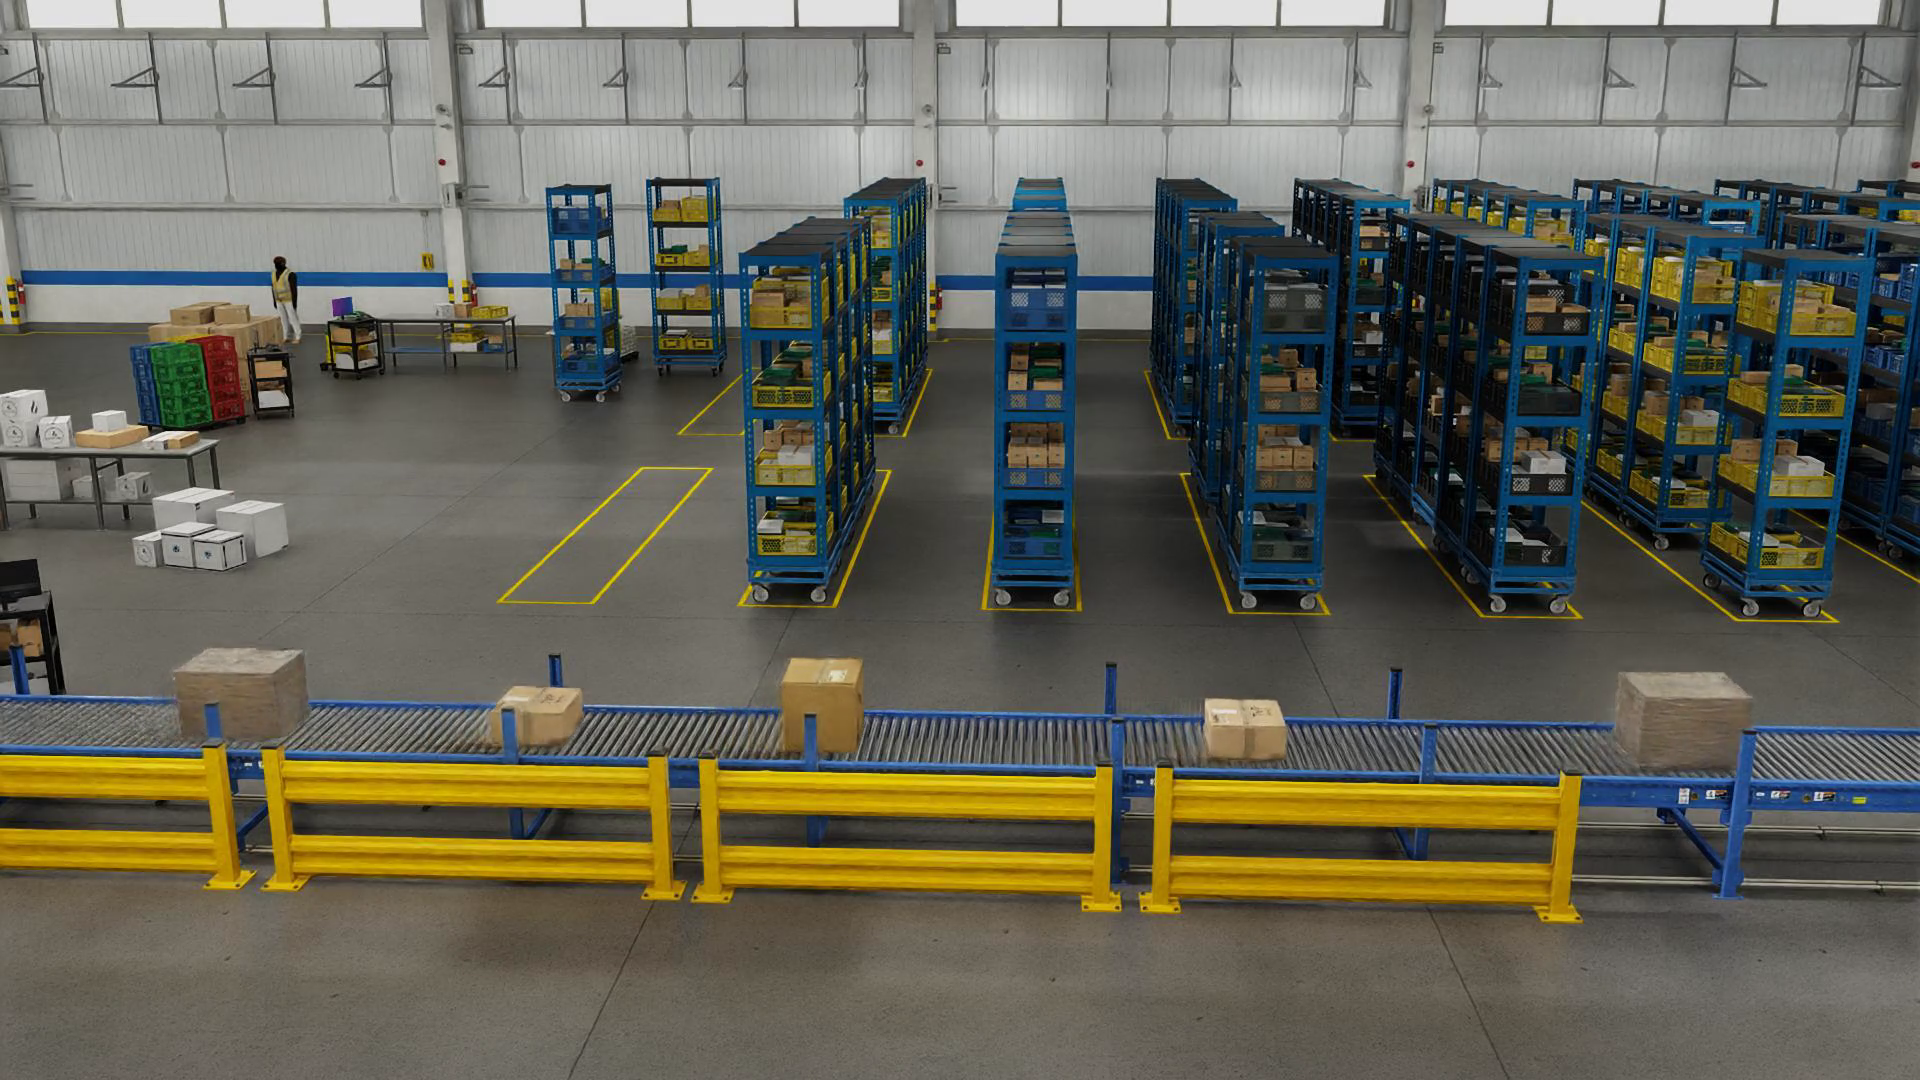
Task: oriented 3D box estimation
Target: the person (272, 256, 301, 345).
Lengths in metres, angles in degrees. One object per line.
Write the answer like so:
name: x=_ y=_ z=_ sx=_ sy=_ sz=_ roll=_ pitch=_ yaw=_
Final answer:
person: x=-14.017 y=-4.978 z=34.536 sx=0.628 sy=1.843 sz=0.429 roll=6 pitch=16 yaw=23
